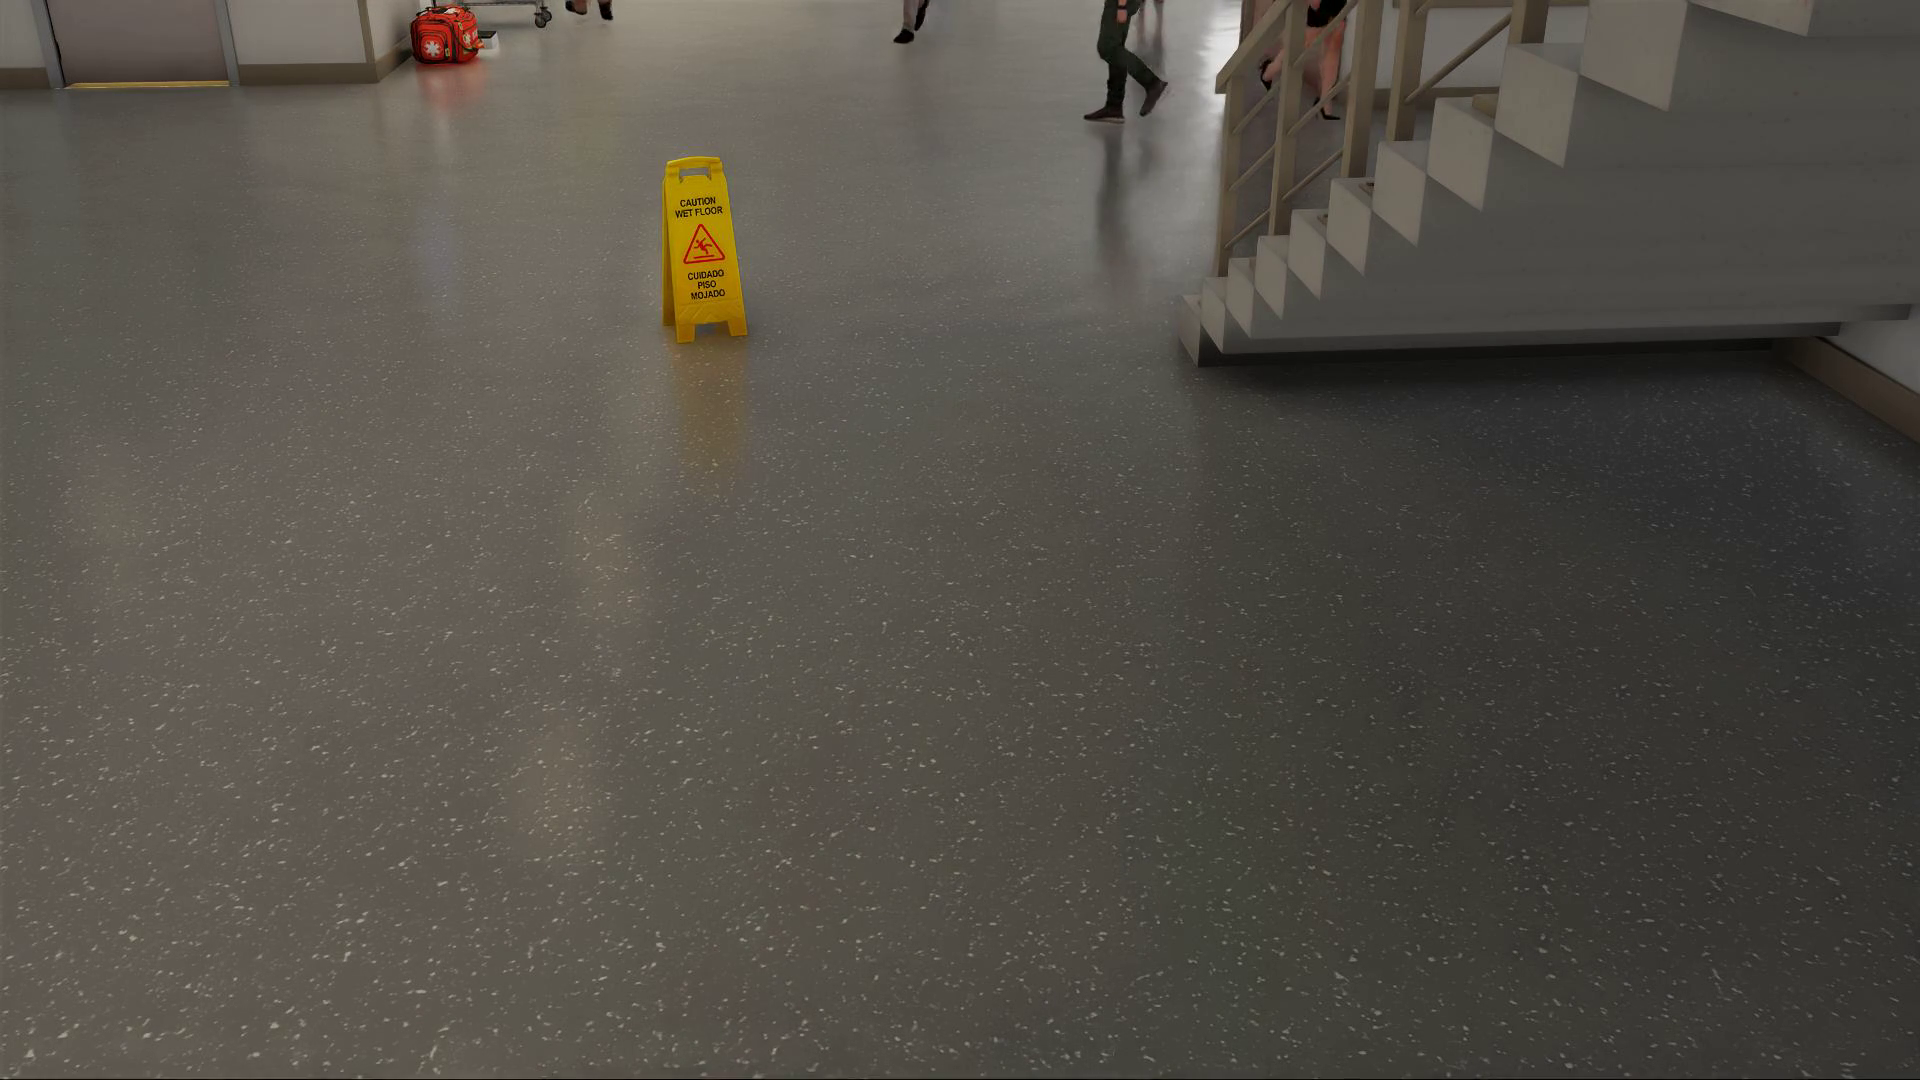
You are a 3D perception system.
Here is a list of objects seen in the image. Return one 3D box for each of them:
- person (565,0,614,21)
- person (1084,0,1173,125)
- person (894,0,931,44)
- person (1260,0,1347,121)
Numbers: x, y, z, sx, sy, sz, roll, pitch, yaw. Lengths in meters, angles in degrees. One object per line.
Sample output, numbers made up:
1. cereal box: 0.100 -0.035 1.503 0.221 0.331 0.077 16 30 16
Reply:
1. person: -3.510 -5.730 15.414 0.973 1.797 1.275 -9 27 -18
2. person: 1.178 -3.644 11.268 0.730 1.642 0.815 3 26 6
3. person: -0.426 -5.266 14.421 0.950 1.823 1.099 12 28 23
4. person: 2.432 -3.761 11.481 0.948 1.667 1.051 -20 32 -35
